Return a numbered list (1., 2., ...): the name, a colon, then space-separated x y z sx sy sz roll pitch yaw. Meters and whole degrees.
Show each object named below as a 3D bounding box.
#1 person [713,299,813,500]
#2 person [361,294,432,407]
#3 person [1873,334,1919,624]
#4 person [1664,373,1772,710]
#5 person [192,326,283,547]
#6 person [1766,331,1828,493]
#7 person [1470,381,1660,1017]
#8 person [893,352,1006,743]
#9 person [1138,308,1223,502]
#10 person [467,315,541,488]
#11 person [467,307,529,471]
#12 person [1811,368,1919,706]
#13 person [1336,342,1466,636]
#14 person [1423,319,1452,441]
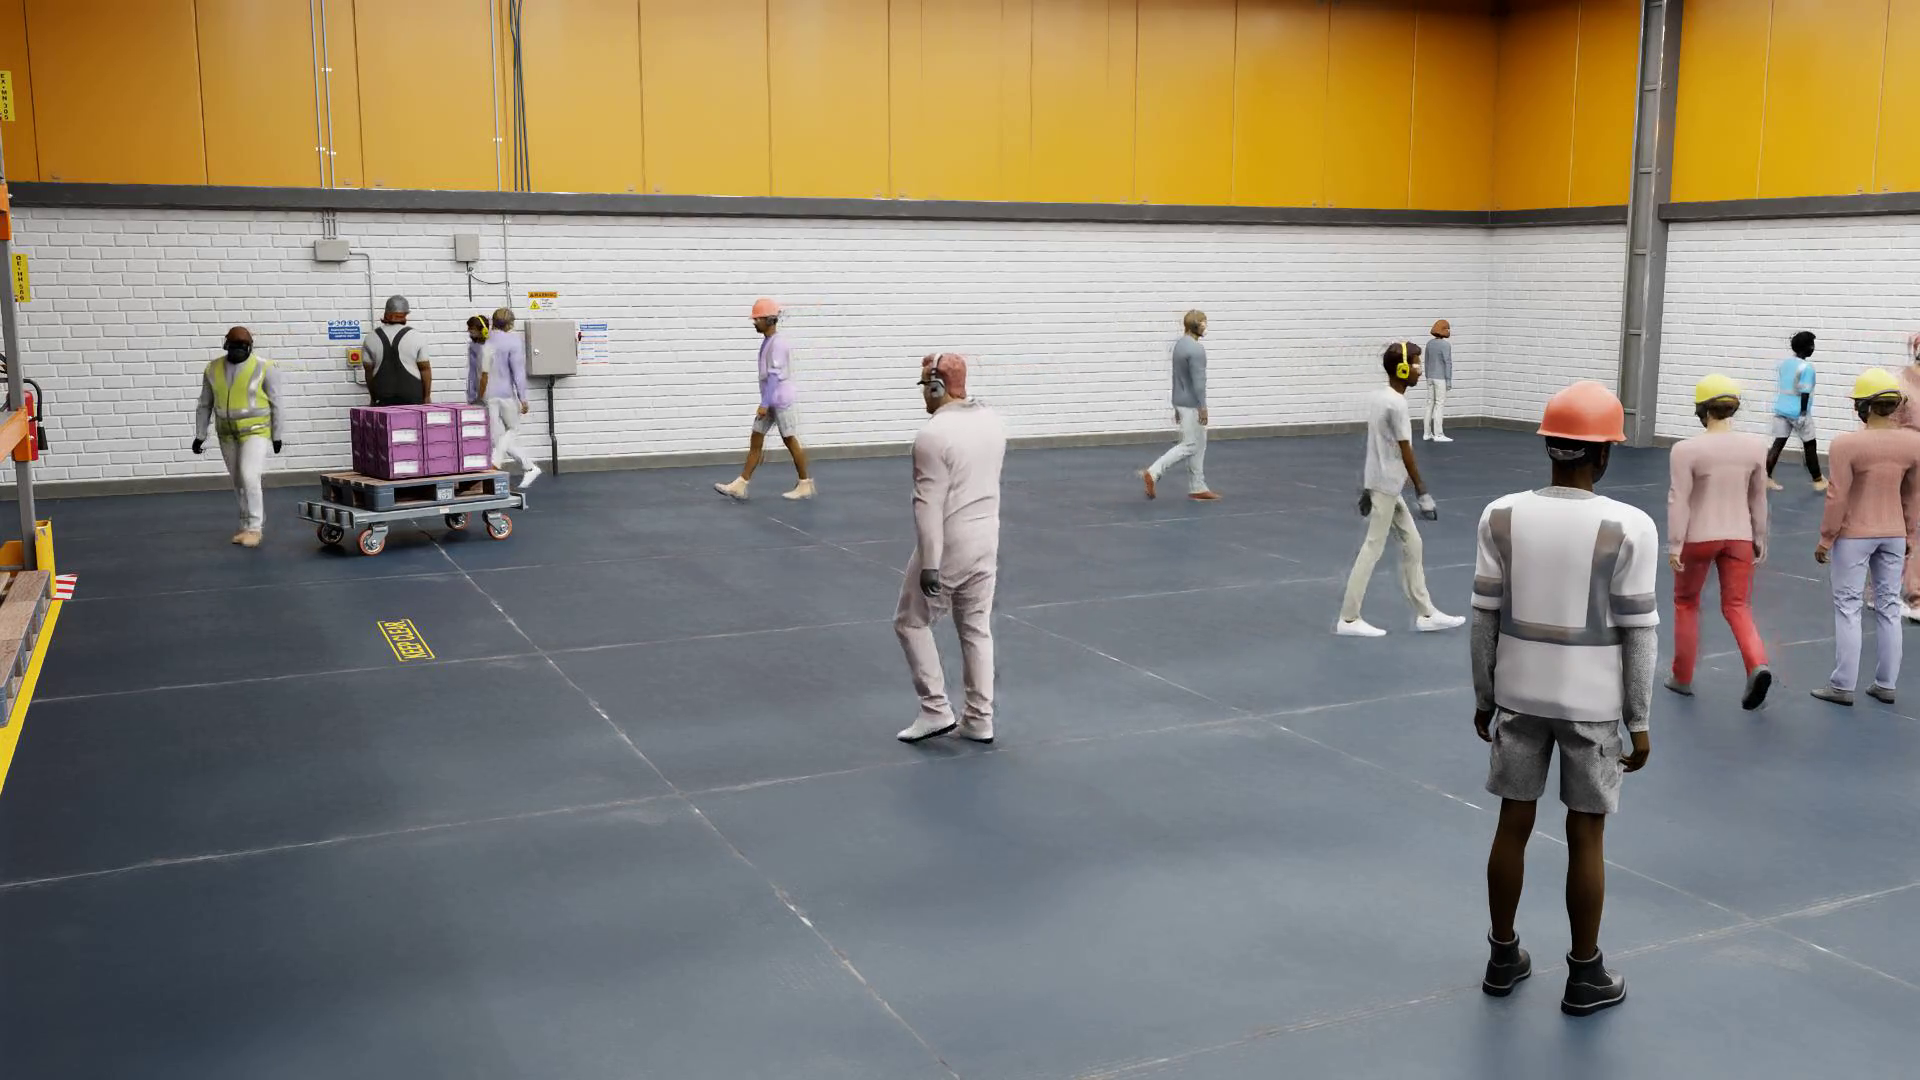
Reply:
1. person: -1.921 -1.359 16.343 1.022 1.988 0.635 -4 10 -24
2. person: -5.809 -1.536 17.314 0.688 2.000 0.536 0 9 1
3. person: 6.276 -0.392 10.700 0.663 1.878 0.795 -5 10 -27
4. person: 3.967 0.009 8.642 0.546 1.740 0.705 0 9 0
5. person: -5.968 -0.843 13.709 0.651 1.817 0.600 1 9 8
6. person: 8.645 -1.310 17.092 0.752 1.656 0.540 -1 9 -9
7. person: 1.857 0.481 5.122 0.552 1.935 0.368 7 12 38
8. person: -0.067 0.048 7.978 0.566 1.884 0.676 7 12 37
9. person: 2.176 -1.303 16.273 0.791 1.920 0.642 -1 9 -3
10. person: -4.858 -1.437 17.365 0.826 1.835 0.513 -3 10 -20
11. person: -4.882 -1.479 17.405 0.747 1.901 0.552 4 10 23
12. person: 4.743 -0.012 8.716 0.534 1.765 0.324 -1 9 -7
13. person: 2.771 -0.288 10.254 0.907 1.822 0.528 1 9 8
14. person: 6.414 -2.135 22.290 0.276 1.632 0.507 -3 10 -20
